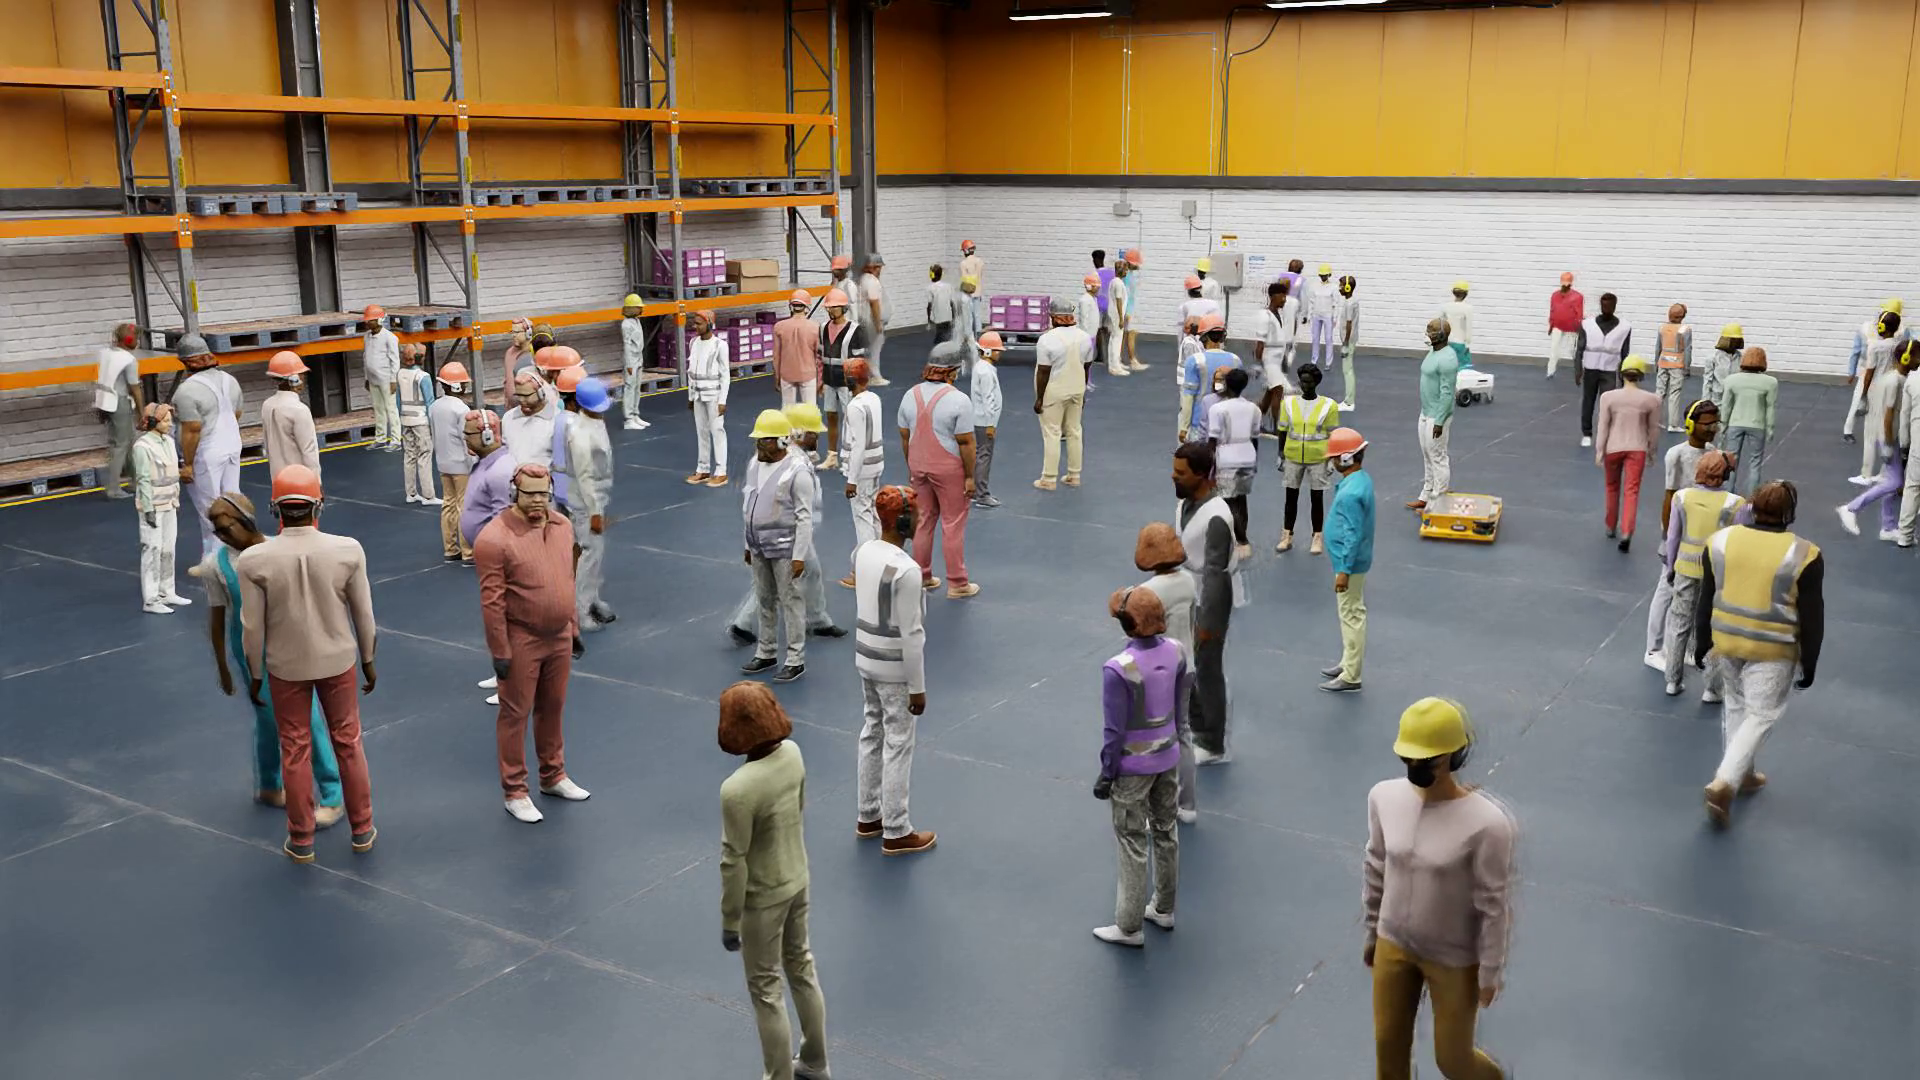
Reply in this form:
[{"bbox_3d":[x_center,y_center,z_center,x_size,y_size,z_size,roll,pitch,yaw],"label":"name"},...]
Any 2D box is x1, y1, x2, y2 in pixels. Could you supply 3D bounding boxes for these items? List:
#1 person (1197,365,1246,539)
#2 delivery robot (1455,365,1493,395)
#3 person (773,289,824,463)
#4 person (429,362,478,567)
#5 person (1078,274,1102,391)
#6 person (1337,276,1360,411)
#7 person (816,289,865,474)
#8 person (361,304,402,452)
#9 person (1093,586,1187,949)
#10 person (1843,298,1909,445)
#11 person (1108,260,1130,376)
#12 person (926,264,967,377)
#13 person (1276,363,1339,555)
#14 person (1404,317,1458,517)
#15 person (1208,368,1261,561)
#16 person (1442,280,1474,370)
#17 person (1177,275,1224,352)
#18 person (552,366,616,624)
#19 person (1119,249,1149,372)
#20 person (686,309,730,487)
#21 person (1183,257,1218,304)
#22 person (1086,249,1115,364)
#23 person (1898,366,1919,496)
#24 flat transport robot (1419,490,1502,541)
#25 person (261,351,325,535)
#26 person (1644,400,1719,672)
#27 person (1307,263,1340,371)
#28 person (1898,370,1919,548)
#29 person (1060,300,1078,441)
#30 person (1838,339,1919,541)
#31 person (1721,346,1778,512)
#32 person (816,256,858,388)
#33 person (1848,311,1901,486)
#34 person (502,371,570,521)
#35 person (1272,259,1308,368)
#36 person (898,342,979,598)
[{"bbox_3d":[2.358,-0.759,14.993,0.500,1.633,0.281,10,16,36],"label":"person"},{"bbox_3d":[7.193,-2.234,23.546,0.707,0.478,0.477,-6,14,-23],"label":"delivery robot"},{"bbox_3d":[-1.830,-1.870,19.058,0.623,1.982,0.417,1,13,5],"label":"person"},{"bbox_3d":[-4.287,-0.647,14.242,0.563,1.752,0.325,11,17,39],"label":"person"},{"bbox_3d":[1.958,-3.115,24.950,0.345,1.746,0.573,4,14,17],"label":"person"},{"bbox_3d":[5.343,-2.709,22.958,0.313,1.861,0.521,4,13,15],"label":"person"},{"bbox_3d":[-1.345,-1.750,18.388,0.605,2.045,0.381,8,15,32],"label":"person"},{"bbox_3d":[-6.907,-1.925,19.790,0.560,1.750,0.334,8,15,32],"label":"person"},{"bbox_3d":[0.799,0.997,7.361,0.512,1.640,0.311,-12,18,-43],"label":"person"},{"bbox_3d":[11.175,-2.055,20.276,0.622,1.801,0.438,8,15,31],"label":"person"},{"bbox_3d":[2.546,-3.559,26.688,0.346,1.840,0.505,-1,13,-6],"label":"person"},{"bbox_3d":[-0.204,-3.453,26.315,0.852,1.810,0.482,12,18,42],"label":"person"},{"bbox_3d":[3.049,-0.713,14.652,0.541,1.695,0.316,6,14,23],"label":"person"},{"bbox_3d":[4.625,-1.197,16.221,0.372,1.940,0.631,0,13,-1],"label":"person"},{"bbox_3d":[2.414,-0.651,14.479,0.558,1.661,0.512,-7,15,-27],"label":"person"},{"bbox_3d":[7.090,-2.828,23.711,0.460,1.749,0.527,-13,18,-43],"label":"person"},{"bbox_3d":[3.236,-2.605,22.407,0.641,1.903,0.581,2,13,10],"label":"person"},{"bbox_3d":[-2.865,-0.331,12.467,0.372,1.939,0.544,-11,17,-39],"label":"person"},{"bbox_3d":[2.784,-3.742,27.121,0.572,2.006,0.638,2,13,8],"label":"person"},{"bbox_3d":[-2.693,-1.511,17.710,0.572,1.883,0.356,10,17,38],"label":"person"},{"bbox_3d":[3.942,-3.651,26.980,0.673,1.887,0.610,-9,16,-35],"label":"person"},{"bbox_3d":[2.378,-3.939,28.095,0.634,1.943,0.417,-7,14,-26],"label":"person"},{"bbox_3d":[9.818,-1.241,16.970,0.321,1.686,0.540,-8,15,-31],"label":"person"},{"bbox_3d":[4.755,-0.244,15.742,0.652,0.197,1.431,5,14,20],"label":"flat transport robot"},{"bbox_3d":[-5.155,-0.471,12.943,0.611,1.997,0.375,10,16,36],"label":"person"},{"bbox_3d":[4.956,-0.033,11.325,0.516,1.871,0.325,-8,15,-32],"label":"person"},{"bbox_3d":[5.949,-3.650,27.261,0.526,1.761,0.344,9,16,34],"label":"person"},{"bbox_3d":[8.670,-0.838,14.735,0.406,1.906,0.654,-8,15,-32],"label":"person"},{"bbox_3d":[1.300,-2.105,20.563,0.340,1.757,0.518,-6,14,-24],"label":"person"},{"bbox_3d":[8.459,-0.902,15.125,0.553,1.851,0.564,10,16,37],"label":"person"},{"bbox_3d":[7.799,-1.099,16.466,0.507,1.630,0.268,10,16,36],"label":"person"},{"bbox_3d":[-1.842,-3.233,24.904,0.891,2.005,0.625,-6,14,-24],"label":"person"},{"bbox_3d":[9.817,-1.505,17.743,0.503,1.861,0.329,-4,14,-16],"label":"person"},{"bbox_3d":[-3.189,-0.323,12.517,0.652,1.900,0.403,5,14,20],"label":"person"},{"bbox_3d":[5.456,-3.756,27.630,0.651,1.802,0.432,9,16,34],"label":"person"},{"bbox_3d":[-0.119,-0.569,13.273,0.688,2.000,0.536,10,16,36],"label":"person"}]
